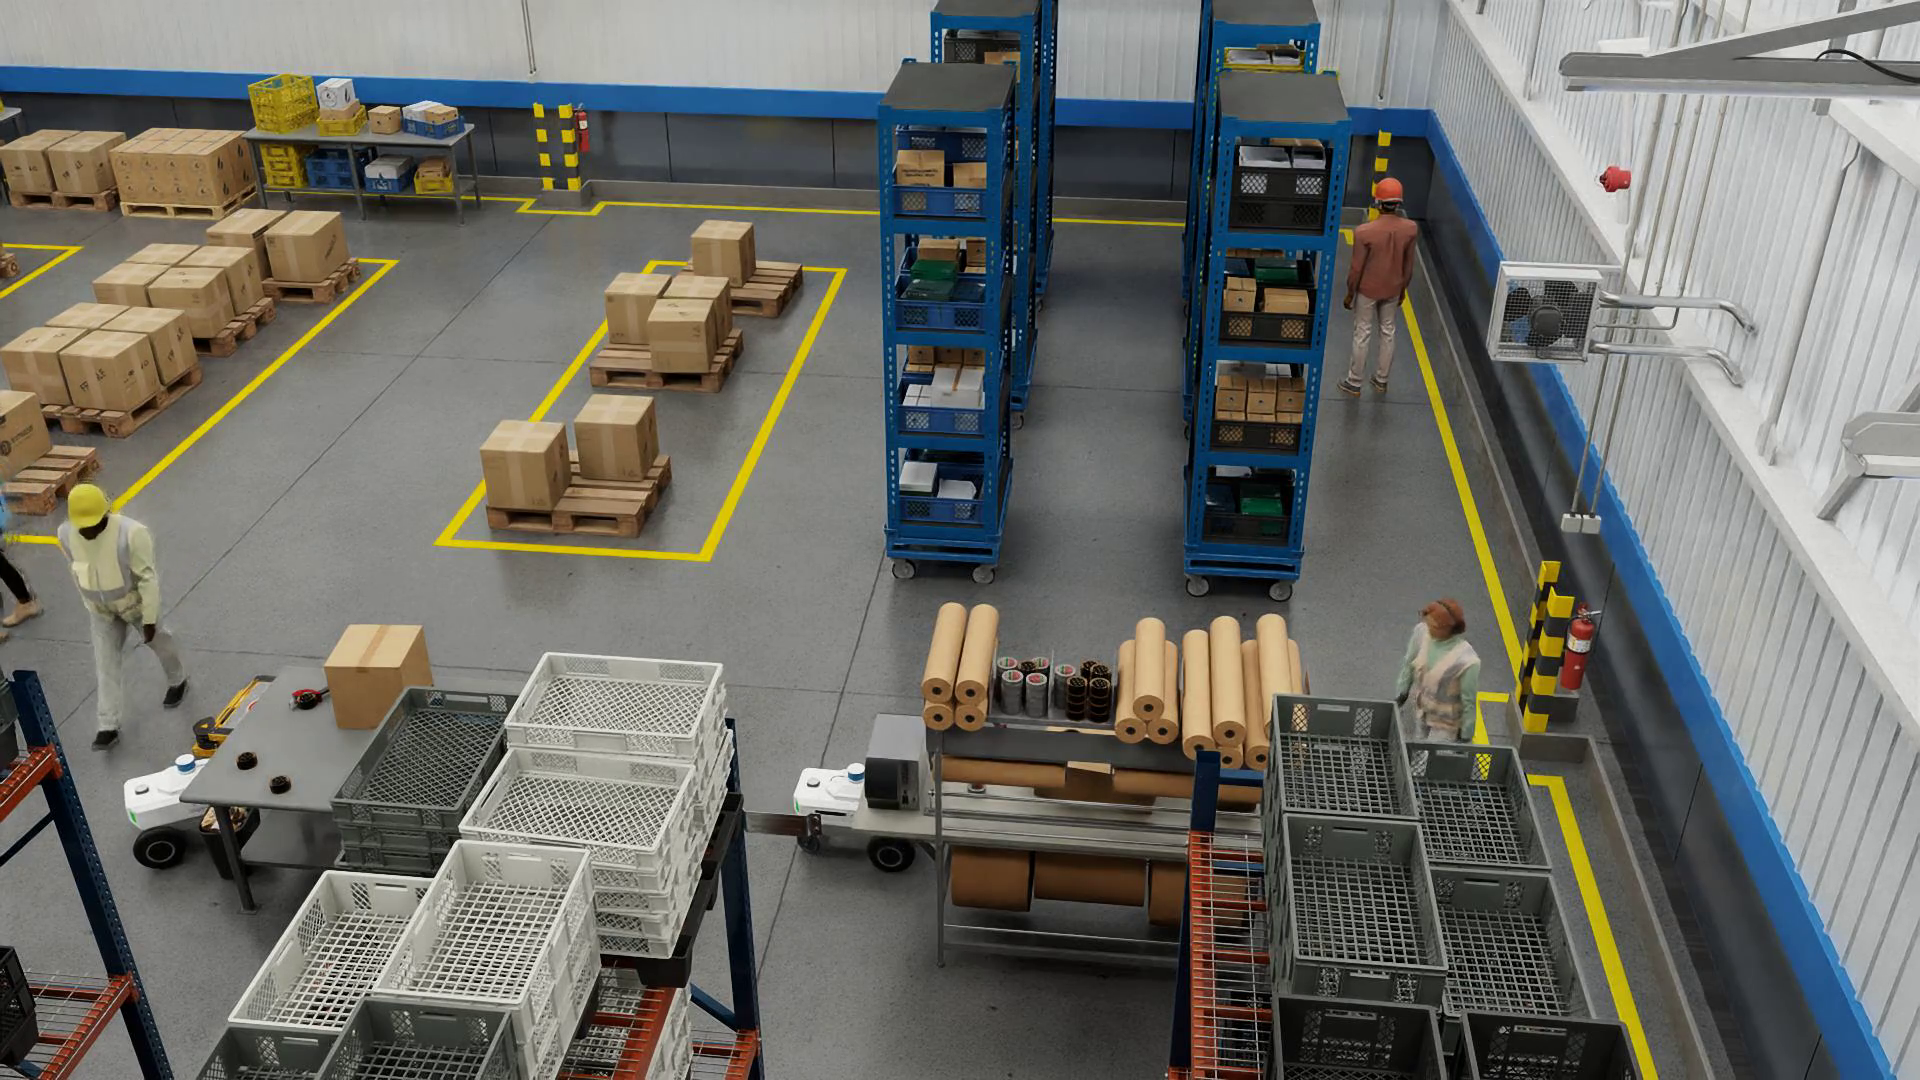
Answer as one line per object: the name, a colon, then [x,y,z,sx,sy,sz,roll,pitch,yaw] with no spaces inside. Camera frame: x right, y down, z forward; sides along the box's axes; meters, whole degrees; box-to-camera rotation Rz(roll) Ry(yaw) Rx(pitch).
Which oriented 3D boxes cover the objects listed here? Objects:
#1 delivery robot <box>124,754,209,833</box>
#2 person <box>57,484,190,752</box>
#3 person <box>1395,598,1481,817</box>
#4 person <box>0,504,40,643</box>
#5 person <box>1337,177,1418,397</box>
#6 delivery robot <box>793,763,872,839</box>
delivery robot: [-4.484,1.475,9.743,0.707,0.478,0.477,-13,33,-22]
person: [-5.273,0.439,10.407,0.585,1.767,0.926,-1,30,-2]
person: [2.709,1.024,9.579,0.698,1.616,0.540,-12,32,-20]
person: [-6.819,-0.056,11.354,0.551,1.666,0.691,25,39,36]
person: [3.711,-2.242,14.796,0.615,1.994,0.381,-8,31,-13]
delivery robot: [-0.598,1.518,9.668,0.707,0.478,0.477,4,31,7]
